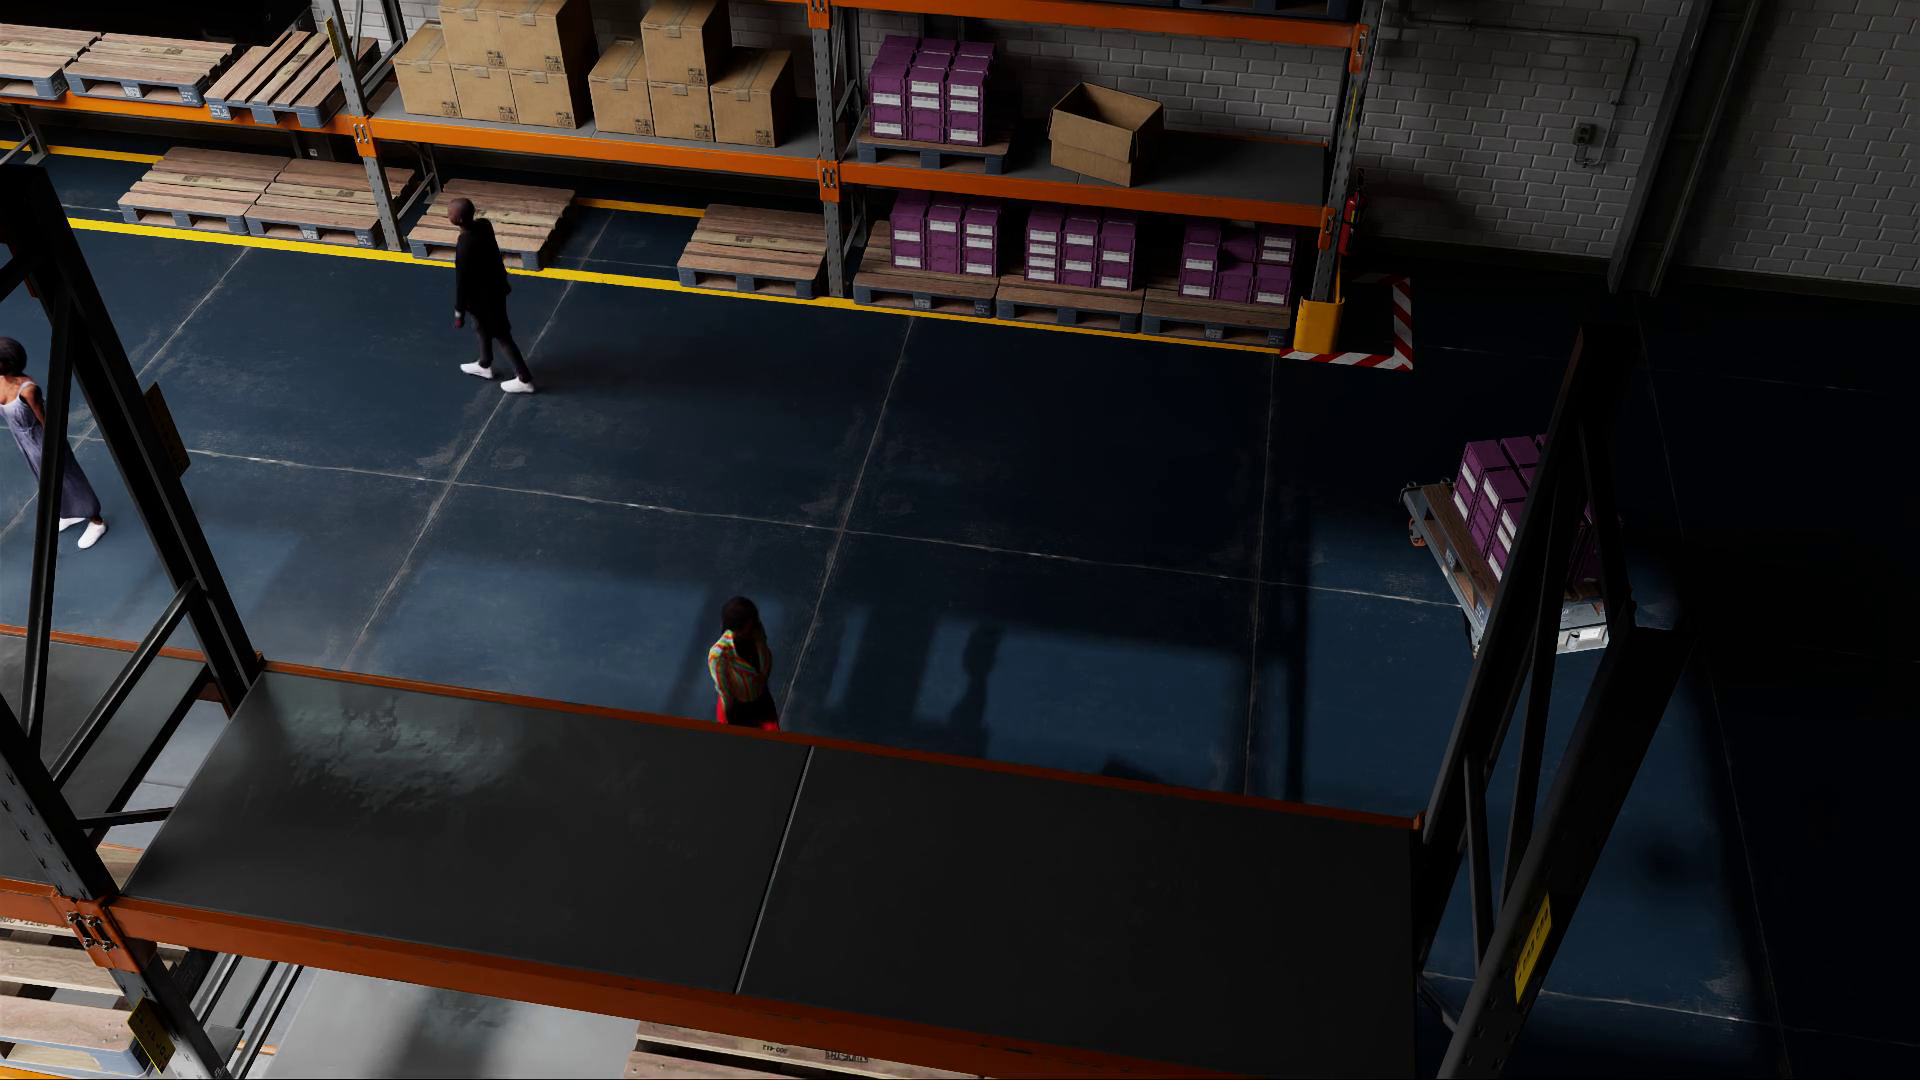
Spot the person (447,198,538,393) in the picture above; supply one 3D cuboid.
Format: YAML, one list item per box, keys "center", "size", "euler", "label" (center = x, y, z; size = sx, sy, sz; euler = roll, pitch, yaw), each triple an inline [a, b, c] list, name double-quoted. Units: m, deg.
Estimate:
- center: [-3.509, -1.831, 12.664]
  size: [0.882, 1.738, 0.690]
  euler: [6, 44, 6]
  label: "person"

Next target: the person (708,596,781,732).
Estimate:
- center: [-1.317, 0.963, 9.711]
  size: [1.131, 1.766, 0.932]
  euler: [31, 52, 29]
  label: "person"

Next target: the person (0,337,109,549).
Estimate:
- center: [-6.346, -0.690, 11.497]
  size: [0.591, 1.696, 0.710]
  euler: [24, 49, 23]
  label: "person"
